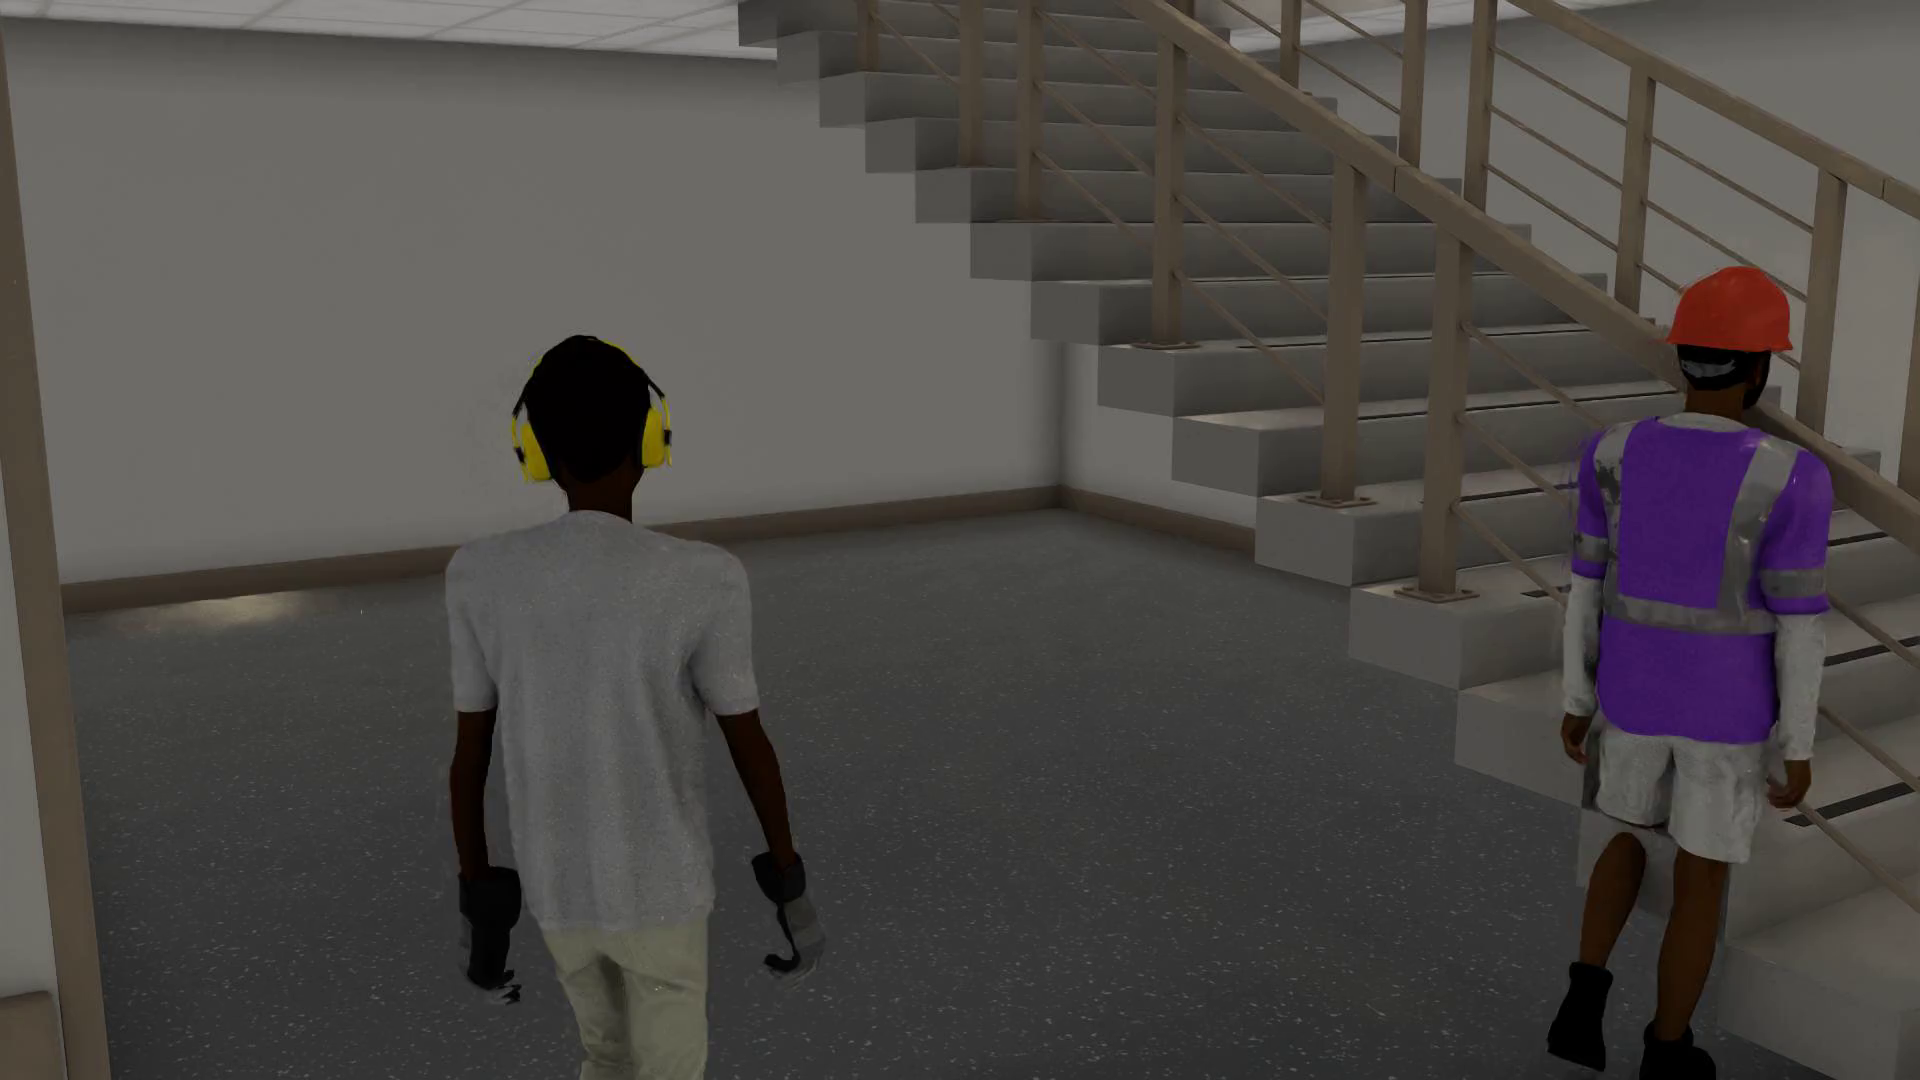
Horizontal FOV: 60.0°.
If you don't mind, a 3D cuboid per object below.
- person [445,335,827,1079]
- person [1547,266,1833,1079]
[{"bbox_3d":[-0.529,0.594,2.743,0.586,1.846,0.404,3,11,15],"label":"person"},{"bbox_3d":[1.639,0.362,3.735,0.413,1.925,0.557,-10,14,-41],"label":"person"}]
